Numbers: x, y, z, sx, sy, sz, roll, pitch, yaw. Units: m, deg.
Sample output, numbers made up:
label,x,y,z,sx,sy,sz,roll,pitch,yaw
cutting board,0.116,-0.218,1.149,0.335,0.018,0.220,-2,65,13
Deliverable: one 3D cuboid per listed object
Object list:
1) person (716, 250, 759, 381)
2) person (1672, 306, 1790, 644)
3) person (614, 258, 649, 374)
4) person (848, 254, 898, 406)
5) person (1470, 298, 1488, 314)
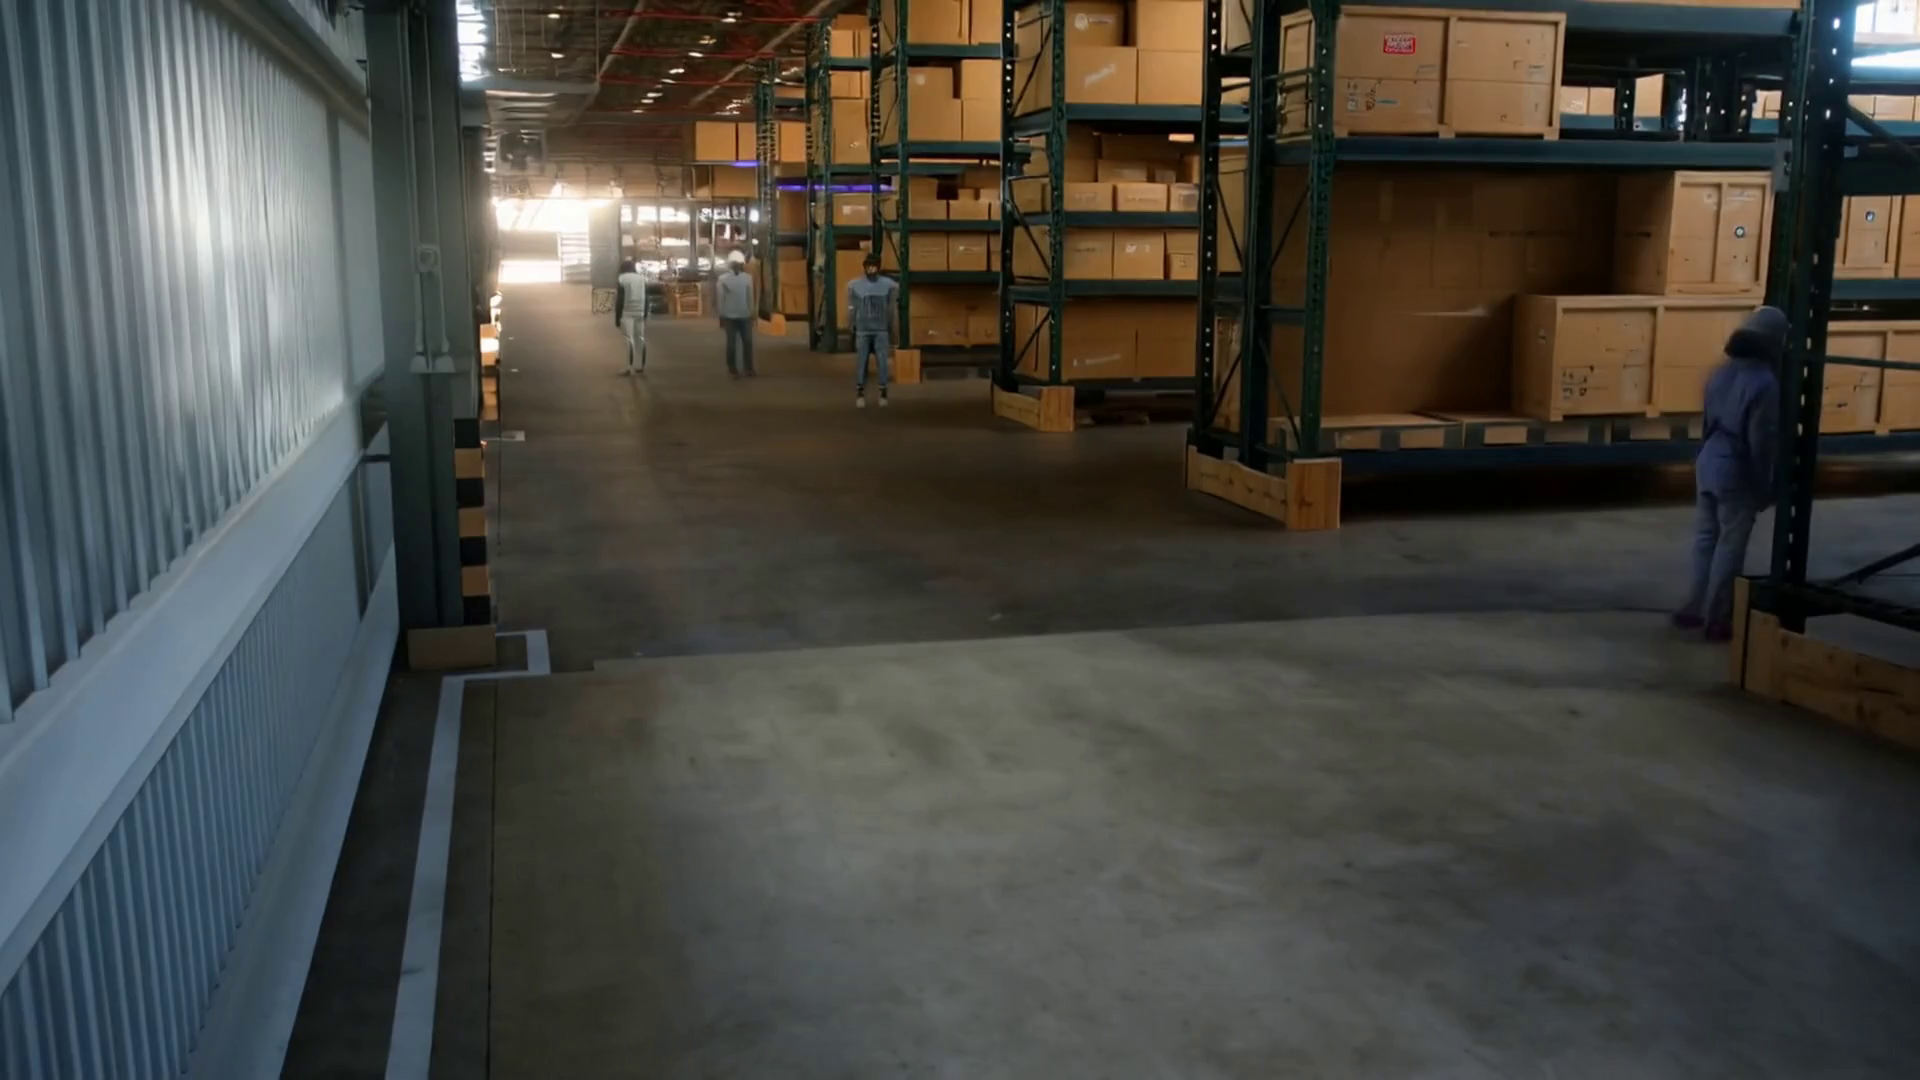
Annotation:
label,x,y,z,sx,sy,sz,roll,pitch,yaw
person,-3.313,-3.349,24.921,0.657,1.960,0.857,-5,11,-27
person,3.949,-0.319,8.462,0.428,1.721,0.507,-2,10,-13
person,-5.231,-3.542,26.394,0.429,1.837,0.621,9,13,40
person,-1.104,-2.649,21.086,0.625,1.931,0.370,0,10,1
person,5.073,-1.647,15.944,0.385,1.736,0.566,-4,11,-21
